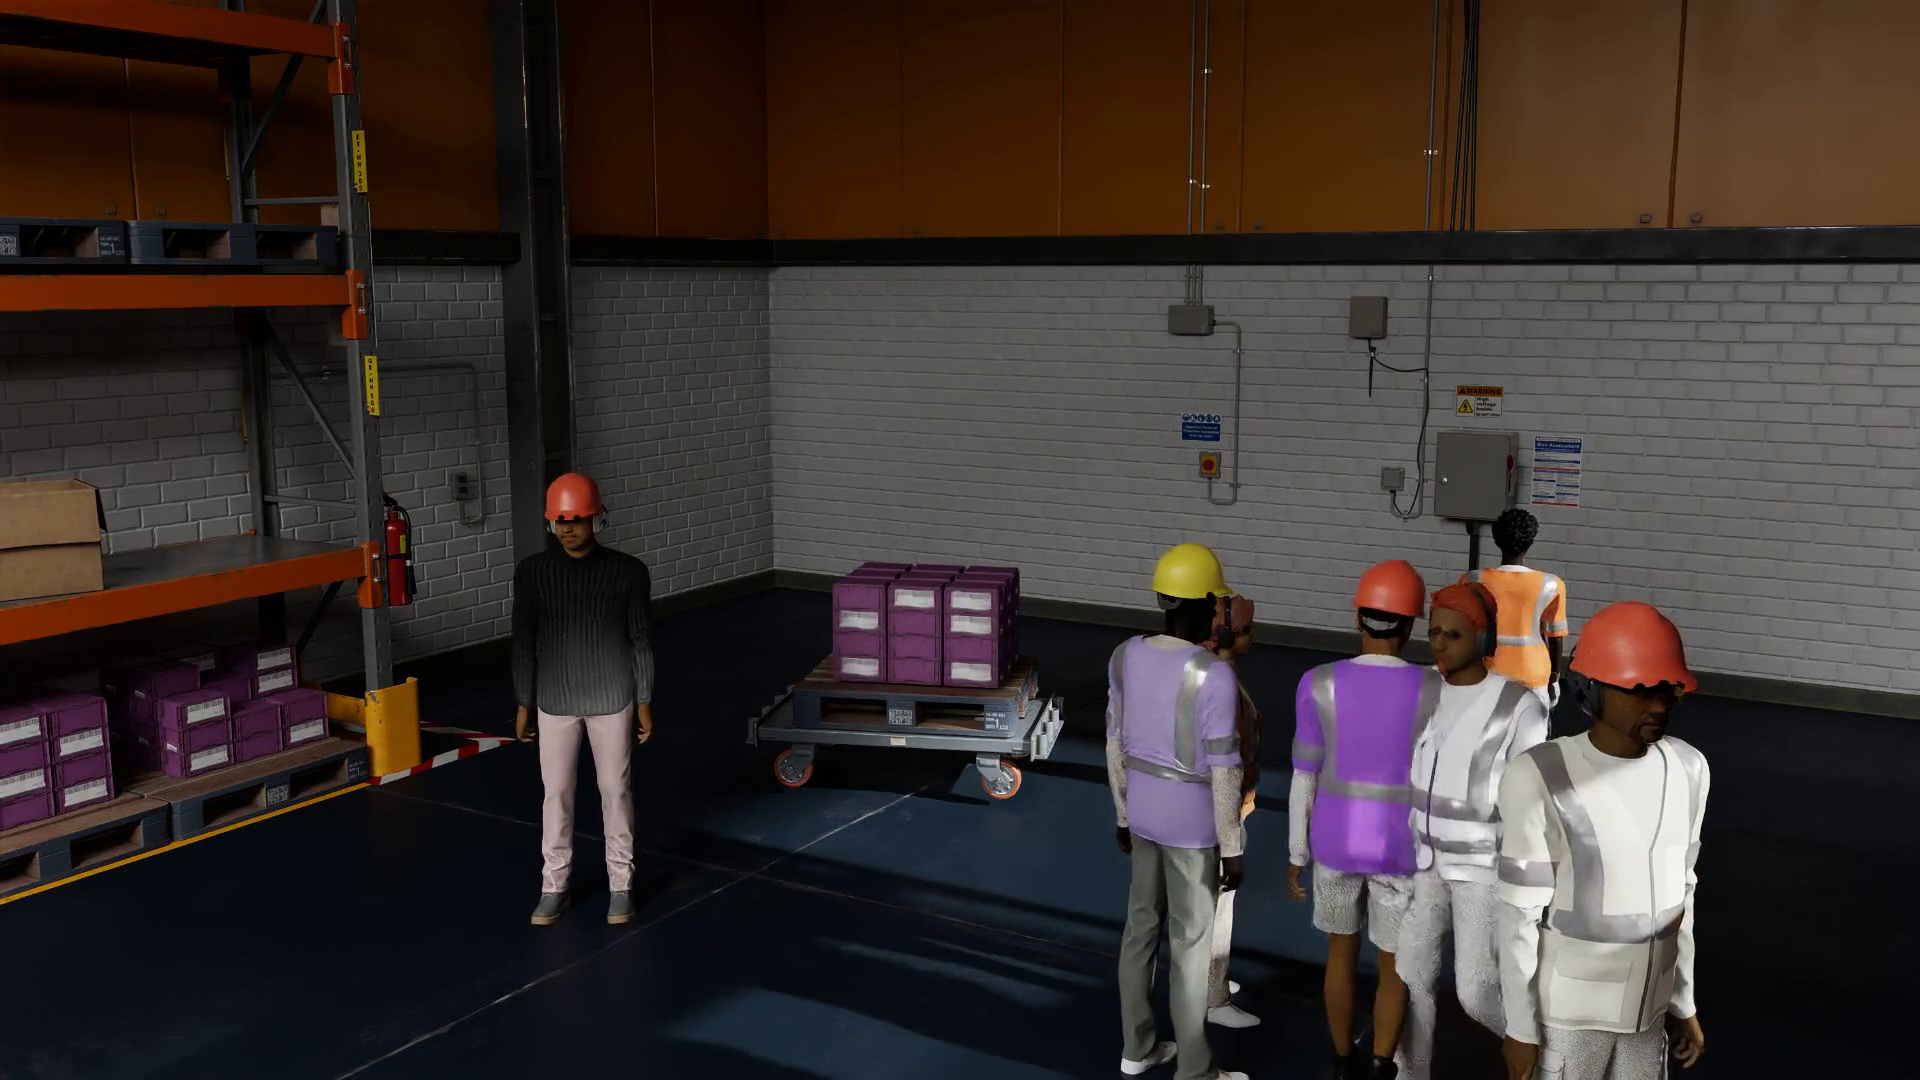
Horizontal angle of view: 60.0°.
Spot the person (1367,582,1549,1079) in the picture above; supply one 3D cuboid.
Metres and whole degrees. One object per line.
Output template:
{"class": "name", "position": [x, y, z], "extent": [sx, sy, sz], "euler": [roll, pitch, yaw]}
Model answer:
{"class": "person", "position": [1.636, 1.050, 5.417], "extent": [0.685, 1.868, 0.604], "euler": [-6, 11, -33]}

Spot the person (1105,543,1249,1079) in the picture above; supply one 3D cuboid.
{"class": "person", "position": [0.754, 0.965, 5.750], "extent": [0.379, 1.928, 0.585], "euler": [-7, 11, -37]}

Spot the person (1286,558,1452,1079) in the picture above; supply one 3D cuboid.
{"class": "person", "position": [1.349, 1.027, 5.441], "extent": [0.580, 1.909, 0.708], "euler": [3, 10, 18]}

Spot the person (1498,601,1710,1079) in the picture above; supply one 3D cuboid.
{"class": "person", "position": [1.630, 1.158, 4.189], "extent": [0.605, 2.044, 0.375], "euler": [-4, 10, -21]}

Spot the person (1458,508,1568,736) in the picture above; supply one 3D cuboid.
{"class": "person", "position": [2.694, 0.688, 8.196], "extent": [0.542, 1.695, 0.316], "euler": [2, 9, 14]}

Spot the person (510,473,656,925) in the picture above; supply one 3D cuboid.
{"class": "person", "position": [-1.637, 0.695, 7.226], "extent": [0.621, 1.992, 0.397], "euler": [0, 9, -3]}

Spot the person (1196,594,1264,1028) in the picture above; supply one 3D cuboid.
{"class": "person", "position": [0.985, 1.016, 6.330], "extent": [0.306, 1.639, 0.523], "euler": [-1, 9, -4]}
